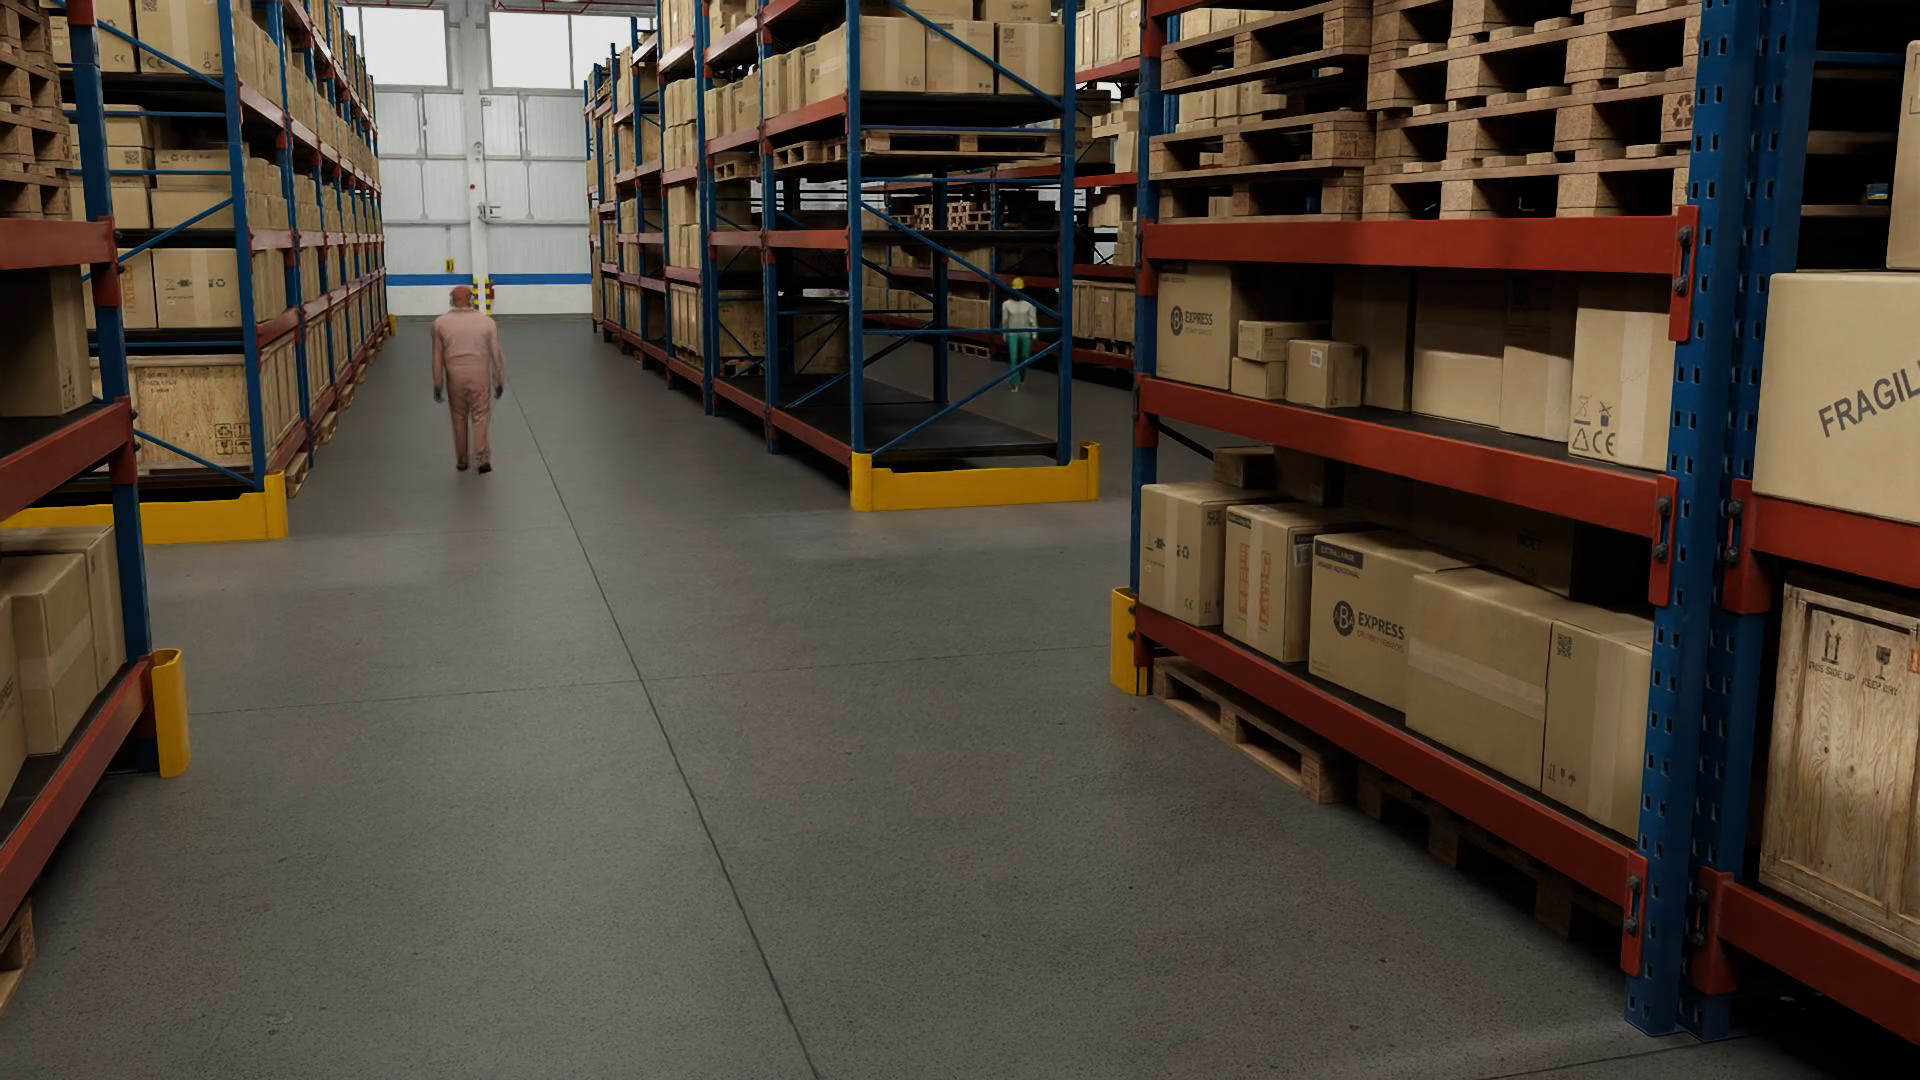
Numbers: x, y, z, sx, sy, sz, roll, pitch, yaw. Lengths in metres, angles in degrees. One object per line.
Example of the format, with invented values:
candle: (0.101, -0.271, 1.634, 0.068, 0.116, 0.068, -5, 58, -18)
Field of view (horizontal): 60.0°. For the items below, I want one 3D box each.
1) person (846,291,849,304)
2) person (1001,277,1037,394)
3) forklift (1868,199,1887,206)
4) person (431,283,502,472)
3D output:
person: (-2.781, -6.719, 44.665, 1.013, 1.866, 0.574, -9, 14, -41)
person: (0.881, -3.104, 25.186, 0.536, 1.748, 0.568, -1, 10, -5)
forklift: (11.338, -2.915, 21.052, 1.129, 2.768, 1.873, -3, 11, -17)
person: (-4.937, -1.612, 16.671, 0.671, 1.919, 0.486, -2, 11, -11)
